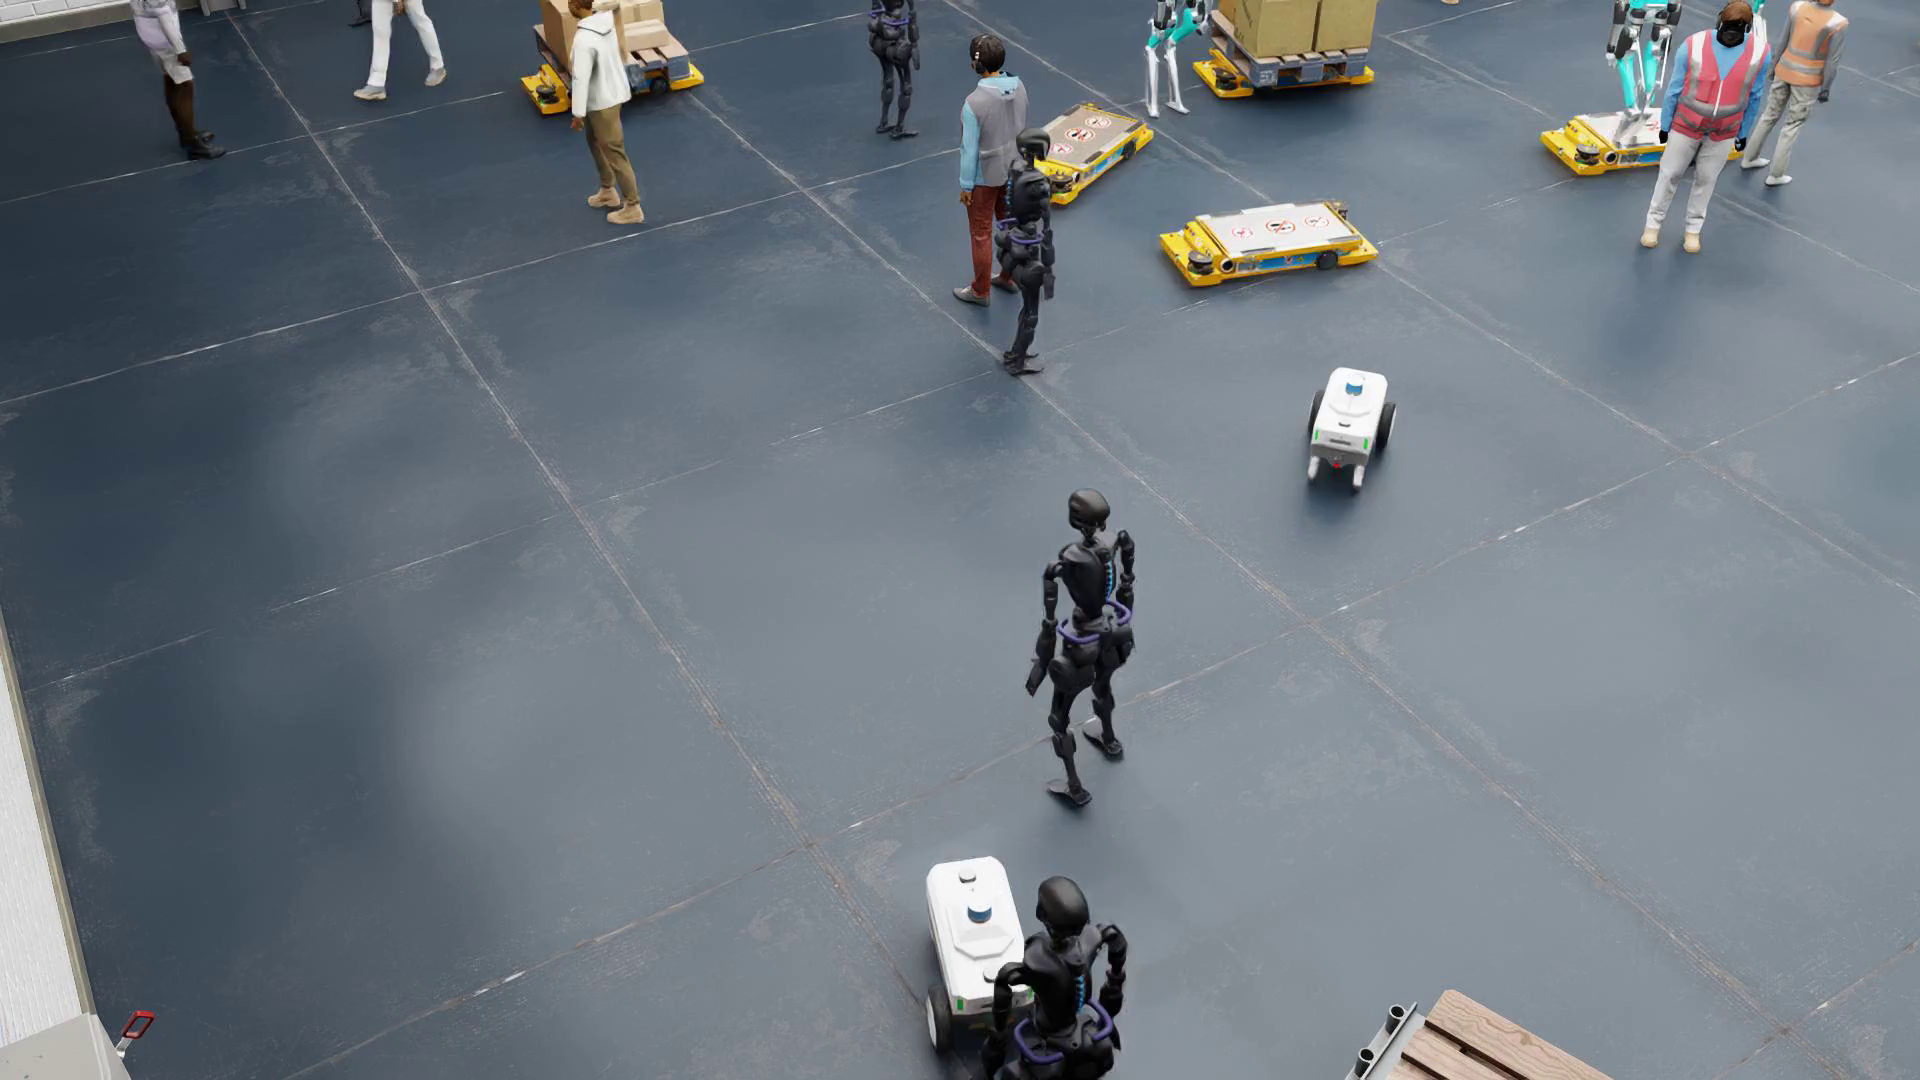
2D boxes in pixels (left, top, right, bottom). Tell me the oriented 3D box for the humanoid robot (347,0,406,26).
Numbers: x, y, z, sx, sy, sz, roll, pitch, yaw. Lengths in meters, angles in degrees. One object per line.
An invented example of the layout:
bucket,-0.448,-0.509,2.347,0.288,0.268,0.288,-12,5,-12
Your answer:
humanoid robot,-5.414,-5.535,15.158,0.644,1.617,0.594,-25,45,-28

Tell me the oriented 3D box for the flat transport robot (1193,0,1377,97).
flat transport robot,2.820,-4.125,14.497,1.431,0.231,0.659,-9,39,-11

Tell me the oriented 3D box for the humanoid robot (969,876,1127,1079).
humanoid robot,0.326,1.812,5.873,0.599,1.652,0.368,-19,42,-22

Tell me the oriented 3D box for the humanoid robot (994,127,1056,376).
humanoid robot,0.408,-1.804,10.435,0.326,1.646,0.590,-18,42,-21

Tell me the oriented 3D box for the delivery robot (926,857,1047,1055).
delivery robot,0.080,1.696,6.912,0.499,0.583,0.774,-7,39,-9

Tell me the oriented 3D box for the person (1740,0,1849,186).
person,6.369,-3.493,12.603,0.337,1.629,0.522,-18,42,-21

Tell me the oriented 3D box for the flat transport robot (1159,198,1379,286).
flat transport robot,2.230,-2.151,12.006,1.431,0.231,0.659,-10,39,-12

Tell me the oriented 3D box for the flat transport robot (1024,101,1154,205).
flat transport robot,0.912,-3.079,13.176,0.659,0.231,1.431,22,44,26

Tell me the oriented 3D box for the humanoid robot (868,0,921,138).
humanoid robot,-0.523,-4.006,13.214,0.327,1.657,0.583,-27,46,-30

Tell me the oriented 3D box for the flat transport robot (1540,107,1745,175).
flat transport robot,5.475,-3.206,13.338,1.431,0.231,0.659,-8,39,-10

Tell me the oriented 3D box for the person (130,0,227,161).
person,-6.148,-3.914,12.905,0.396,1.921,0.588,-23,44,-26

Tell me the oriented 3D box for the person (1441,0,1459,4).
person,4.793,-6.016,15.583,0.573,1.884,0.356,-26,45,-29

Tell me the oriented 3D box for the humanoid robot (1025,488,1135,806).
humanoid robot,0.601,0.481,7.557,0.609,1.636,0.393,-27,46,-30

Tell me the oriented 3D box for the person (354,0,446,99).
person,-4.765,-4.586,13.810,0.599,1.831,0.954,18,42,22

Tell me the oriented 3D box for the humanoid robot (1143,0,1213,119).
humanoid robot,1.736,-4.319,13.531,0.530,1.761,0.706,-14,41,-17

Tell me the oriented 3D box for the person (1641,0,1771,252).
person,5.233,-2.896,11.693,0.628,1.838,0.432,10,39,12

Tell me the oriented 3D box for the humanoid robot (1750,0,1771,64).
humanoid robot,7.077,-5.025,14.467,0.555,1.734,1.046,1,38,1

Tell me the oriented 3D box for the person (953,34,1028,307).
person,0.220,-2.432,11.073,0.534,1.873,0.415,-31,48,-33

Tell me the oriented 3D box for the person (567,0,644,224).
person,-2.632,-3.156,12.086,0.633,1.733,0.635,8,39,10

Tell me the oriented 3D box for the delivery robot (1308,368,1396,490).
delivery robot,2.330,-0.710,9.969,0.499,0.609,0.807,13,40,15

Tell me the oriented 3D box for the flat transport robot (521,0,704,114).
flat transport robot,-2.998,-3.999,14.338,1.431,0.231,0.659,-17,42,-21

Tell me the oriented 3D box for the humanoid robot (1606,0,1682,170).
humanoid robot,5.309,-3.715,12.805,0.608,1.794,0.834,-4,39,-5
